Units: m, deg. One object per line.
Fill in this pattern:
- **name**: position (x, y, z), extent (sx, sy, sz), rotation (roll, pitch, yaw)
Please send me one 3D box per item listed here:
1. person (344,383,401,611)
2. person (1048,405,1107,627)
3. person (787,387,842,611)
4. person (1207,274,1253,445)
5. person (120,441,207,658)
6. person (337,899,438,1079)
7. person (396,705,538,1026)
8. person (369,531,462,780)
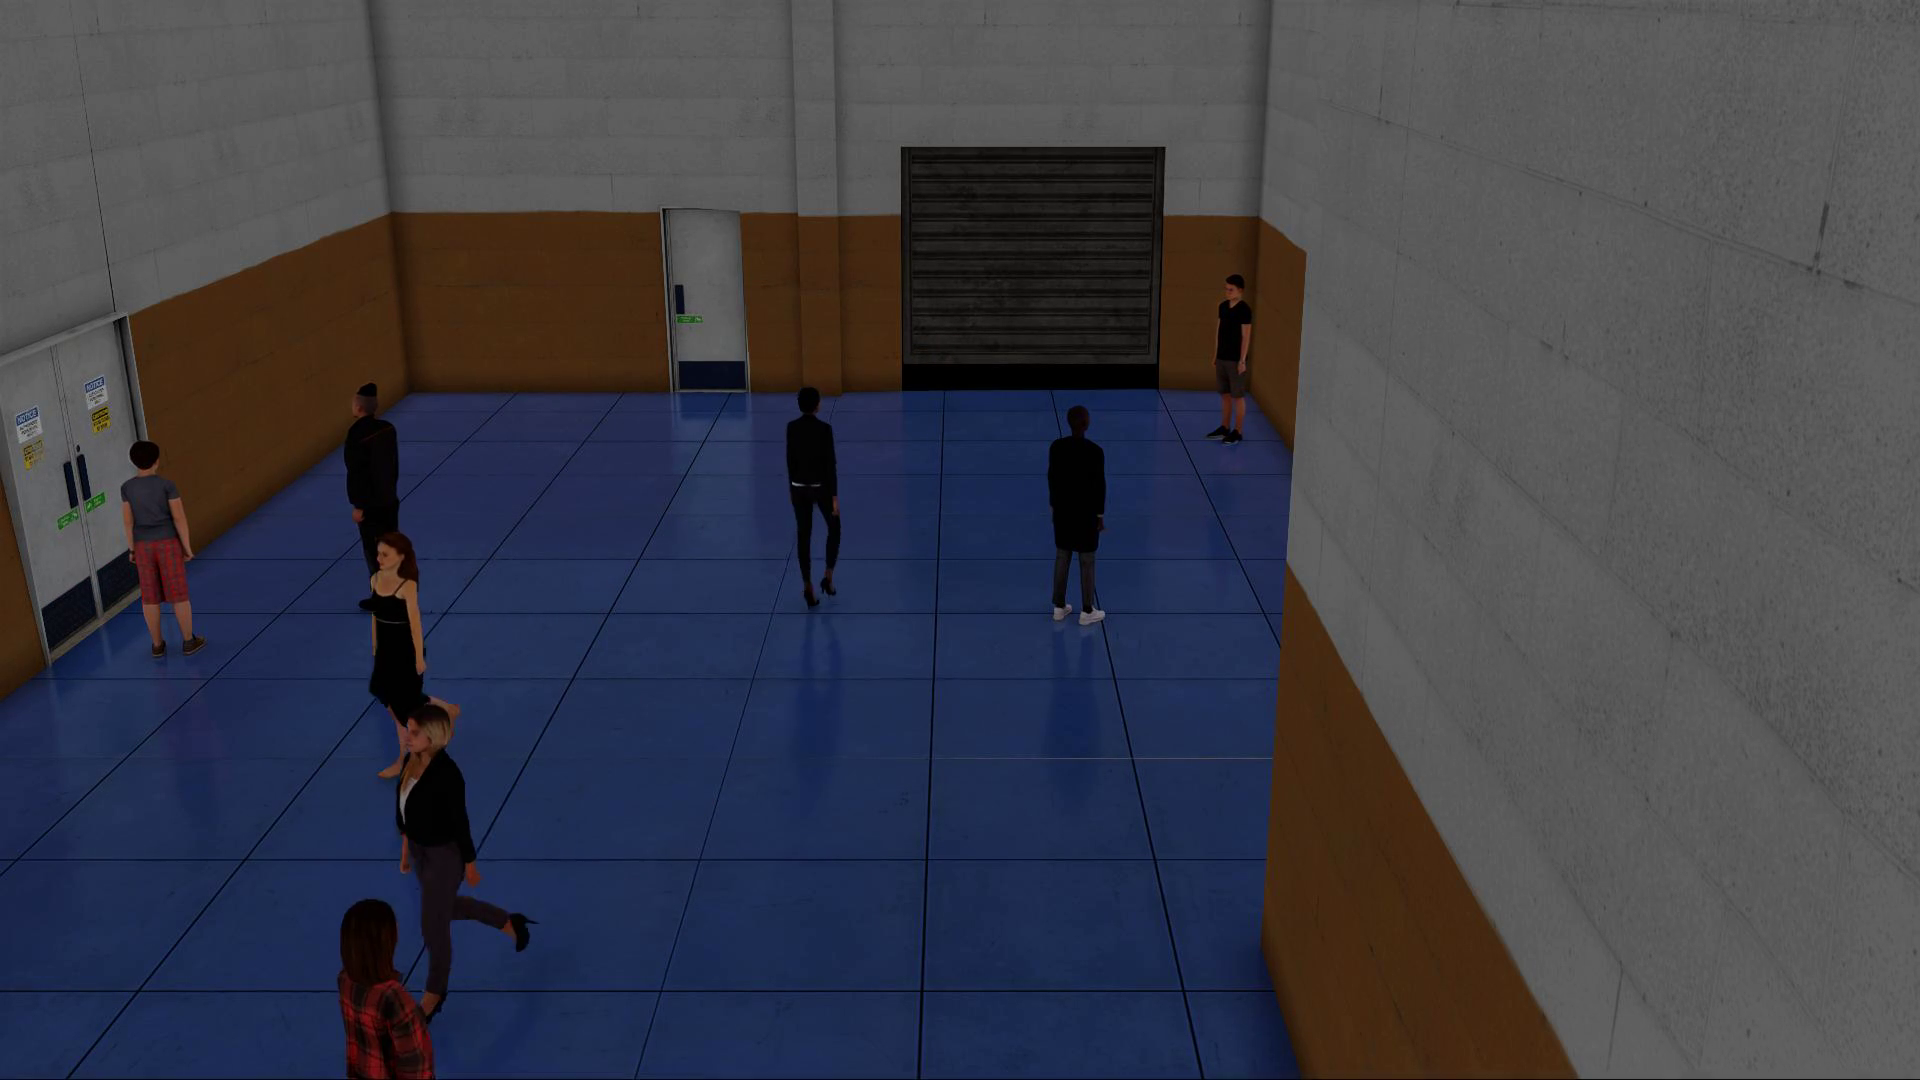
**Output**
- **person**: position (-4.712, -0.365, 13.423), extent (0.694, 1.859, 0.815), rotation (4, 19, 13)
- **person**: position (0.908, -0.202, 13.130), extent (0.683, 1.761, 0.789), rotation (11, 22, 31)
- **person**: position (-1.218, -0.310, 13.350), extent (0.683, 1.825, 0.785), rotation (6, 20, 18)
- **person**: position (3.021, -2.015, 18.350), extent (0.765, 1.861, 0.757), rotation (-11, 21, -29)
- **person**: position (-6.028, 0.065, 12.492), extent (0.517, 1.649, 0.698), rotation (-4, 19, -11)
- **person**: position (-2.184, 2.154, 6.250), extent (0.721, 1.691, 0.805), rotation (13, 23, 34)
- **person**: position (-2.458, 1.548, 8.122), extent (0.982, 1.645, 1.046), rotation (17, 25, 41)
- **person**: position (-3.522, 0.699, 10.706), extent (0.937, 1.602, 0.954), rotation (14, 23, 35)
